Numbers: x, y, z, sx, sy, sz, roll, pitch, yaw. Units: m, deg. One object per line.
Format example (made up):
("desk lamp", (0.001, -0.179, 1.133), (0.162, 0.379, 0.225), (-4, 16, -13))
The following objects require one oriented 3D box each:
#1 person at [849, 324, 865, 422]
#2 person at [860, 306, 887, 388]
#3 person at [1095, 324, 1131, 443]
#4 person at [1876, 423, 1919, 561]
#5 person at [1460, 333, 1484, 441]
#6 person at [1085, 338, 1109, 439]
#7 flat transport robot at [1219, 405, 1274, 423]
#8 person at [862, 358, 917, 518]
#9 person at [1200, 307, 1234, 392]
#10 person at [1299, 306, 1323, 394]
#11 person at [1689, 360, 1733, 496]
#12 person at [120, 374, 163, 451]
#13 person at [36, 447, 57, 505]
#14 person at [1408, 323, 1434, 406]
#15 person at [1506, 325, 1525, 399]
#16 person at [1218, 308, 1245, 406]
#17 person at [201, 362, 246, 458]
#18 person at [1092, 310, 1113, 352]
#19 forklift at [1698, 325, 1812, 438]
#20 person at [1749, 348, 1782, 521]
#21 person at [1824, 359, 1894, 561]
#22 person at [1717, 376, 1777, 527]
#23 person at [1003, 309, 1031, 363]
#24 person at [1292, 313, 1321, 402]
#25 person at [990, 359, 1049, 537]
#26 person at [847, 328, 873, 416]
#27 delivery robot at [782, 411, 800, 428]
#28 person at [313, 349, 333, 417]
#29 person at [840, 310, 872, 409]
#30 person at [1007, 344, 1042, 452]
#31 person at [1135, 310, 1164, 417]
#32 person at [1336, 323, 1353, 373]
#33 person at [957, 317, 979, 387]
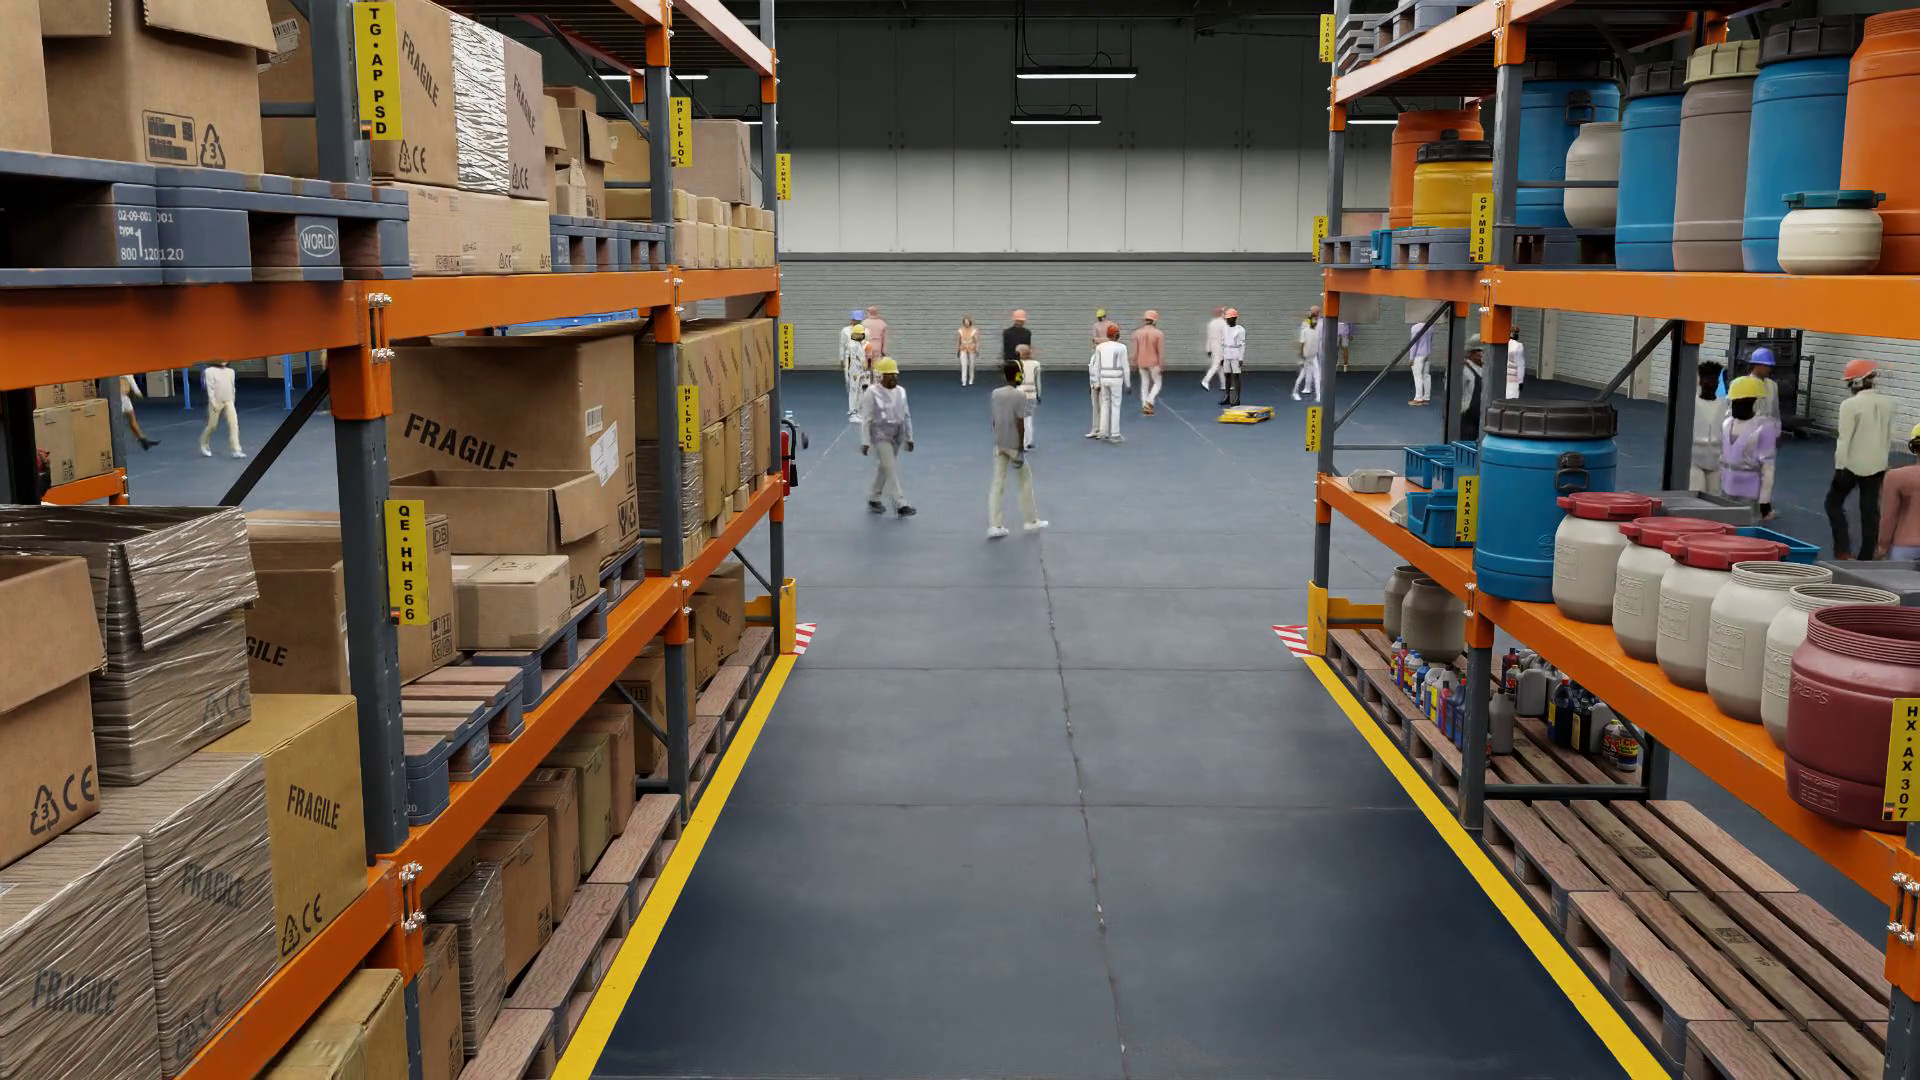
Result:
("person", (-1.828, -2.996, 29.881), (0.301, 1.745, 0.483), (2, 10, 14))
("person", (-1.954, -4.161, 36.407), (0.685, 1.888, 0.556), (-4, 10, -25))
("person", (2.425, -2.492, 26.451), (0.582, 1.883, 0.364), (8, 12, 40))
("person", (6.675, 0.049, 11.582), (0.525, 1.765, 0.329), (3, 10, 17))
("person", (6.082, -1.400, 19.556), (0.704, 2.000, 0.561), (-9, 13, -42))
("person", (2.264, -2.467, 27.019), (0.308, 1.641, 0.511), (-5, 11, -28))
("flat transport robot", (5.219, -2.296, 30.215), (0.652, 0.197, 1.431), (4, 10, 24))
("person", (-0.790, -1.168, 18.816), (0.612, 1.783, 0.919), (-9, 13, -43))
("person", (5.735, -4.257, 37.083), (0.936, 1.872, 0.658), (-4, 10, -23))
("person", (7.712, -4.146, 36.286), (0.649, 1.905, 0.404), (-2, 10, -12))
("person", (7.097, -0.761, 15.914), (0.610, 1.942, 0.841), (1, 10, 7))
("person", (-12.484, -2.234, 24.881), (0.953, 1.887, 0.556), (-9, 13, -42))
("person", (-4.907, 0.438, 8.886), (0.585, 1.882, 0.343), (0, 9, -1))
("person", (9.254, -3.673, 33.399), (0.626, 1.929, 0.377), (-8, 12, -40))
("person", (8.986, -2.604, 27.252), (0.430, 1.840, 0.619), (-6, 11, -34))
("person", (5.433, -3.664, 33.301), (0.376, 1.936, 0.549), (-8, 13, -41))
("person", (-10.880, -2.016, 24.440), (0.832, 1.599, 0.494), (6, 11, 34))
("person", (3.483, -4.741, 40.434), (0.531, 1.699, 0.942), (4, 10, 23))
("forklift", (13.248, -3.165, 27.620), (1.129, 2.768, 1.873), (0, 9, 1))
("person", (8.921, -1.185, 18.574), (0.634, 1.900, 0.911), (-4, 10, -22))
("person", (8.275, -0.678, 15.327), (0.669, 1.957, 0.594), (-3, 10, -18))
("person", (6.658, -0.430, 14.013), (0.630, 1.909, 0.592), (-2, 10, -13))
("person", (1.086, -3.346, 31.287), (0.609, 1.969, 0.463), (-3, 10, -20))
("person", (7.193, -3.770, 34.290), (0.549, 1.828, 0.979), (-5, 10, -25))
("person", (0.580, -0.977, 17.509), (0.541, 1.836, 0.863), (8, 12, 39))
("person", (-1.876, -3.159, 30.989), (0.531, 1.697, 0.320), (6, 11, 30))
("delivery robot", (-2.651, -1.882, 25.829), (0.335, 0.223, 0.698), (-2, 10, -14))
("person", (-11.712, -3.188, 30.823), (0.766, 1.816, 0.527), (6, 11, 31))
("person", (-2.037, -3.544, 32.658), (0.632, 1.927, 0.579), (-2, 10, -9))
("person", (0.943, -2.154, 25.188), (0.552, 1.617, 0.540), (-4, 10, -20))
("person", (3.520, -3.279, 30.891), (0.616, 1.980, 0.439), (6, 11, 33))
("person", (9.934, -5.395, 43.364), (0.609, 2.040, 0.395), (3, 10, 17))
("person", (0.191, -4.388, 38.644), (0.525, 1.599, 0.839), (1, 10, 6))
